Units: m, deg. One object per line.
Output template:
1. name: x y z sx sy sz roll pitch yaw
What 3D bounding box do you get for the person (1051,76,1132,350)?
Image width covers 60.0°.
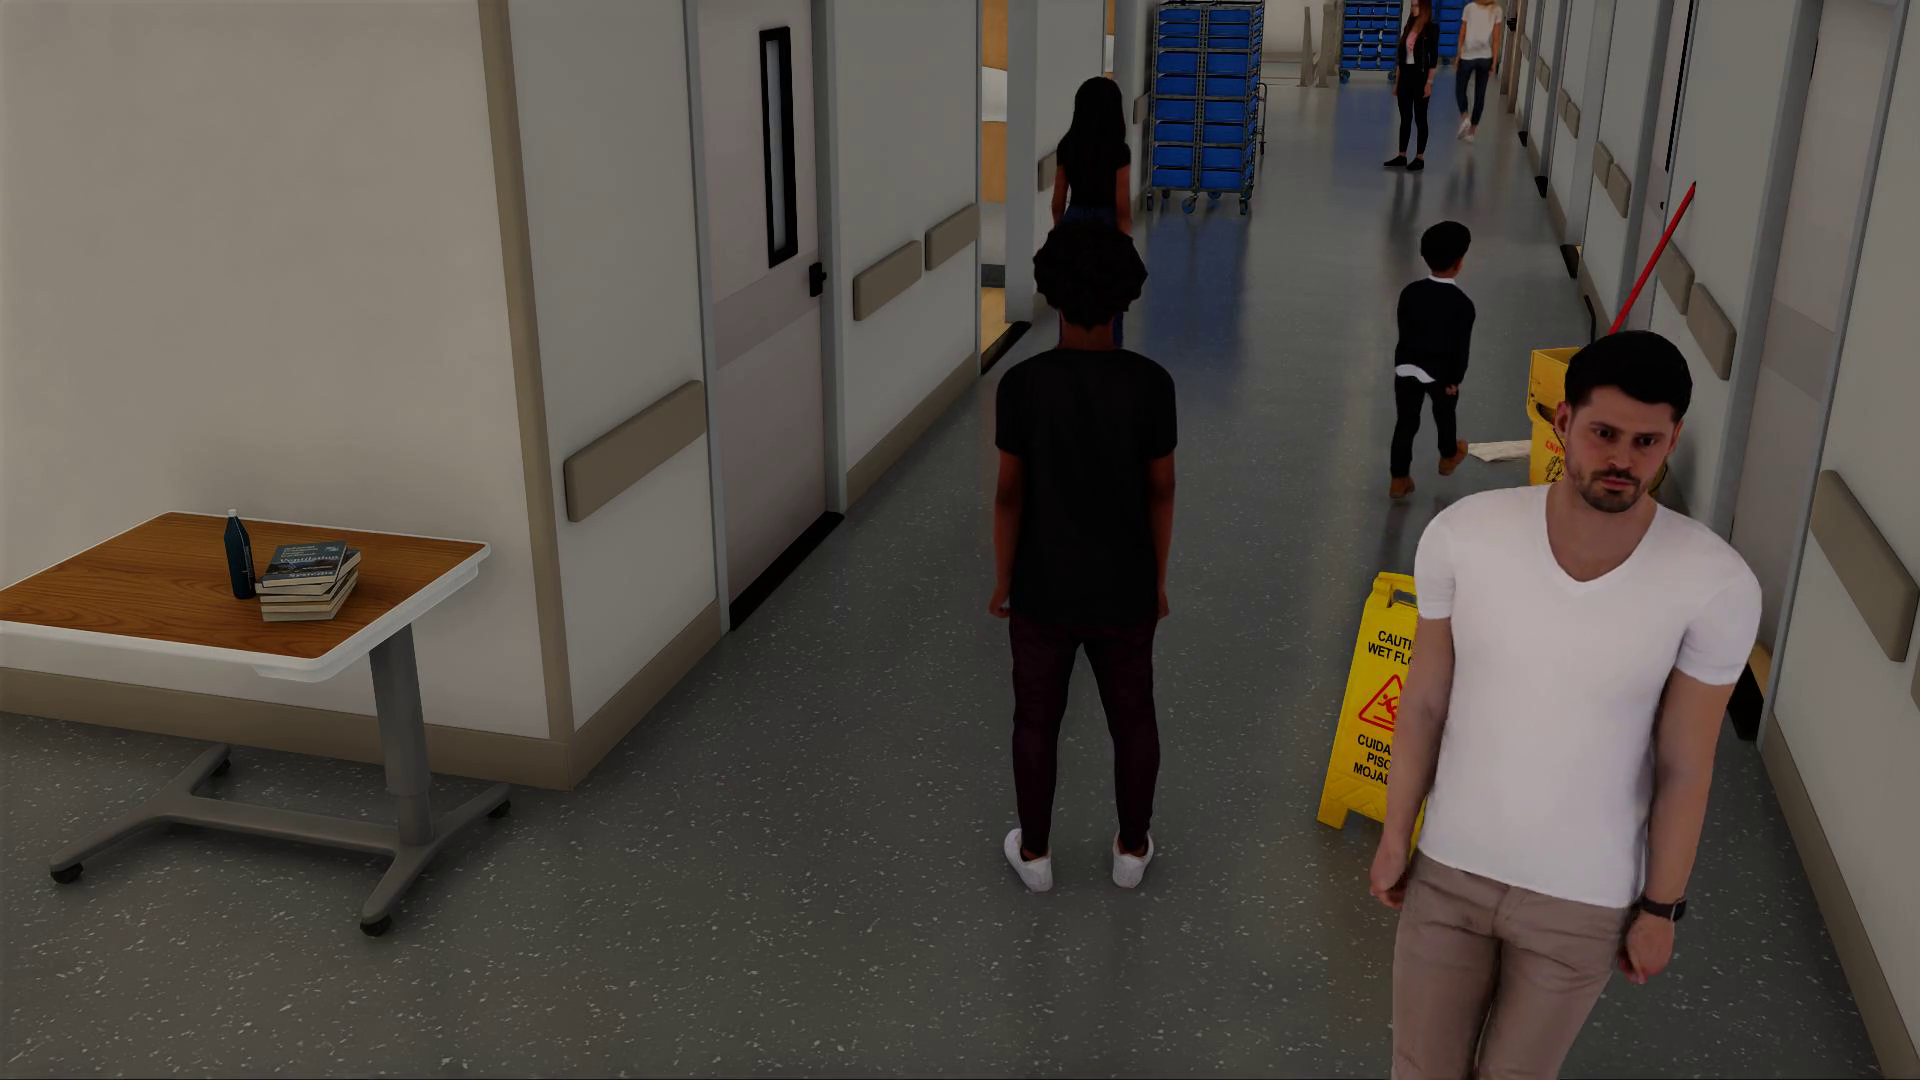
1. person: 0.605 -1.315 8.054 0.645 1.682 1.157 7 22 17

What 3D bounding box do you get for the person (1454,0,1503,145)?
1. person: 5.683 -5.257 18.292 0.651 1.802 0.873 3 21 8

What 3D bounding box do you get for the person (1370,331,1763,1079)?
1. person: 1.012 0.537 2.902 0.799 1.867 0.864 12 24 29

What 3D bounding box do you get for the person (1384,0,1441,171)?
1. person: 4.590 -4.611 16.721 0.720 1.706 0.680 -14 25 -33

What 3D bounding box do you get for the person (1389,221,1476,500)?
1. person: 2.022 -0.752 7.258 0.689 1.192 0.902 14 25 32

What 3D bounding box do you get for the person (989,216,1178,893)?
1. person: 0.312 0.069 4.260 0.683 1.782 0.646 -1 21 -3
